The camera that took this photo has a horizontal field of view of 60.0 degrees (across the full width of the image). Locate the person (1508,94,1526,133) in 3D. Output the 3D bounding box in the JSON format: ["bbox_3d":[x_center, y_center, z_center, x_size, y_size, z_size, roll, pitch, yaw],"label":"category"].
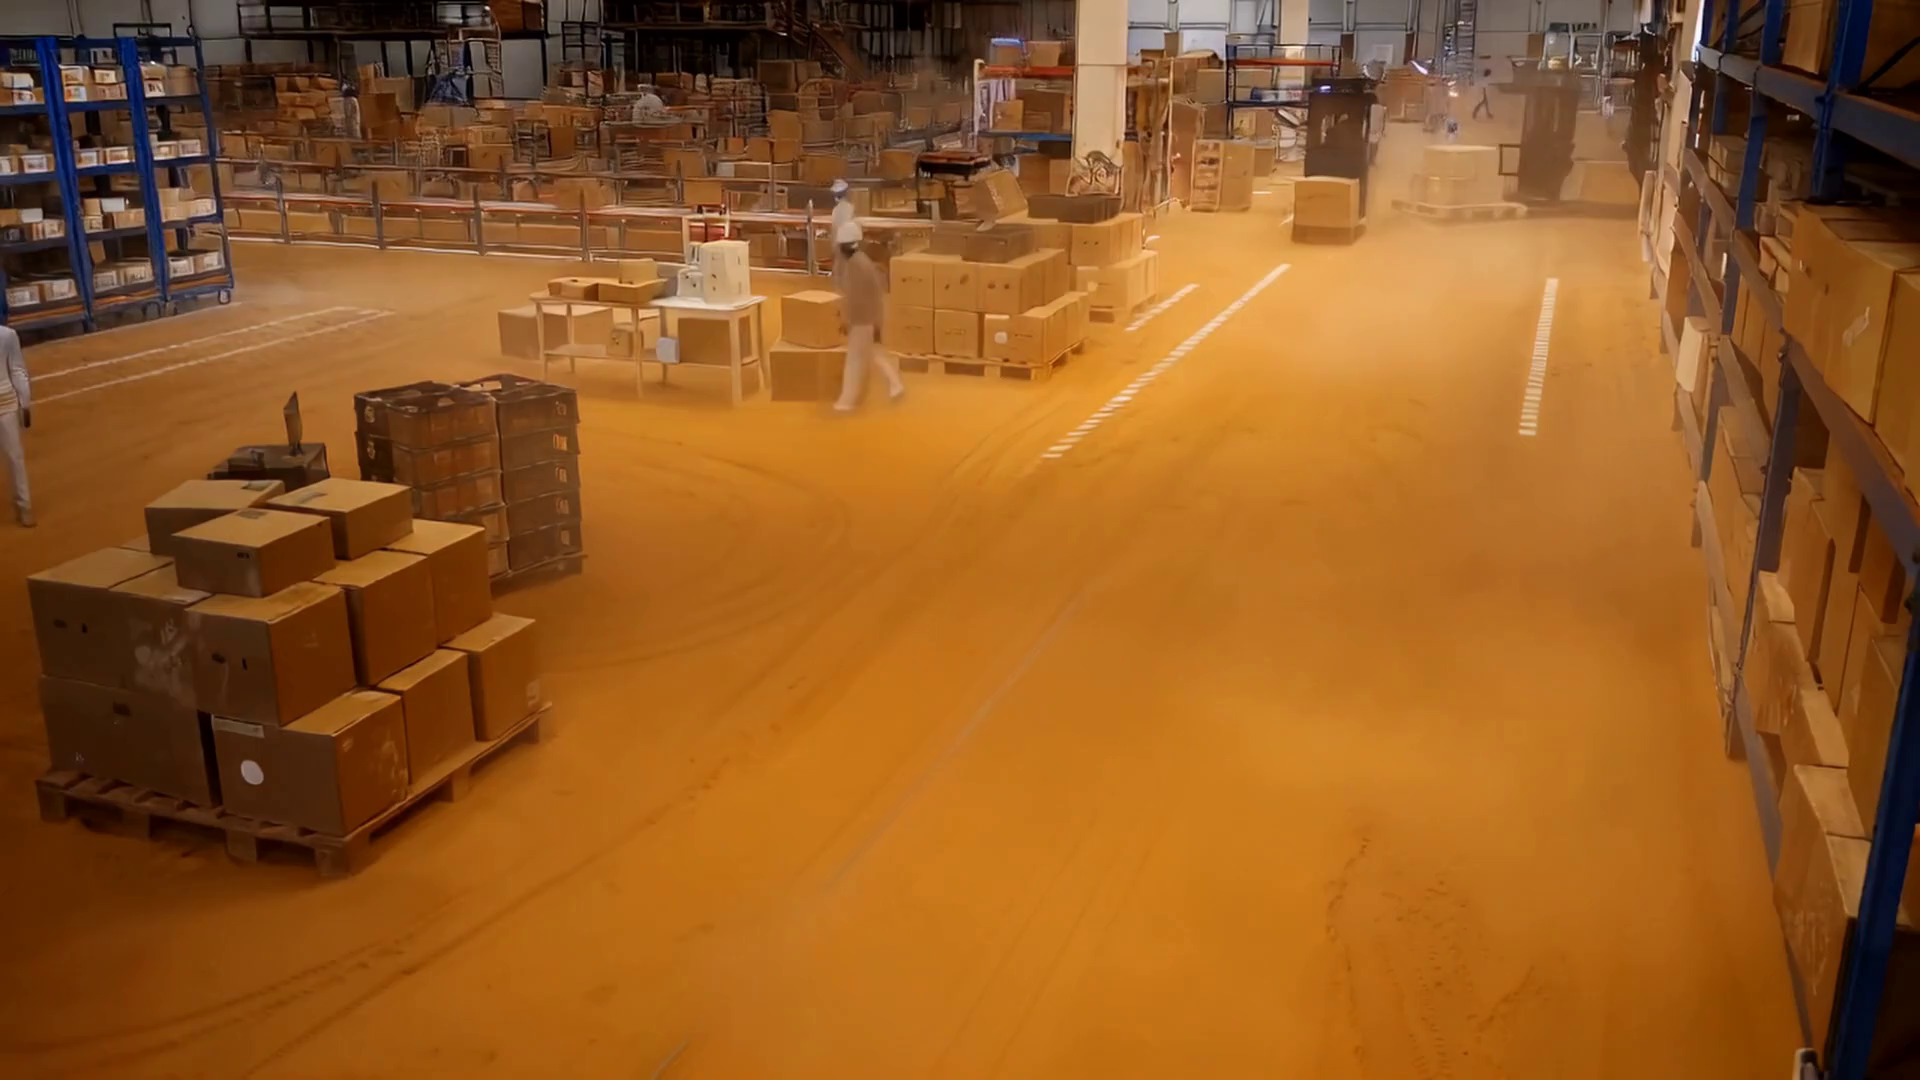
[{"bbox_3d":[18.652,-14.310,55.229,0.511,1.581,0.900,-16,24,-41],"label":"person"}]

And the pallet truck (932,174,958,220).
[{"bbox_3d":[-0.507,-5.292,27.348,0.653,1.274,1.630,6,19,19],"label":"pallet truck"}]

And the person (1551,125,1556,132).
[{"bbox_3d":[12.342,-7.895,34.981,0.280,1.636,0.500,0,18,0],"label":"person"}]

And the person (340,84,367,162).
[{"bbox_3d":[-16.235,-11.130,44.485,0.616,2.041,0.378,8,19,24],"label":"person"}]

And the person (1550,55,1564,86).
[{"bbox_3d":[28.432,-22.144,79.278,0.633,1.922,0.560,11,21,31],"label":"person"}]

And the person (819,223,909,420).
[{"bbox_3d":[-0.921,-2.188,16.573,1.009,1.947,0.667,-8,19,-24],"label":"person"}]

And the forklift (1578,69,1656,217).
[{"bbox_3d":[13.219,-7.740,32.475,1.873,2.768,1.129,6,19,18],"label":"forklift"}]

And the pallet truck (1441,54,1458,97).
[{"bbox_3d":[22.765,-21.886,78.355,0.823,1.965,1.885,-4,18,-14],"label":"pallet truck"}]

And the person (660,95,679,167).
[{"bbox_3d":[-7.578,-10.637,43.280,0.404,1.833,0.590,17,24,42],"label":"person"}]

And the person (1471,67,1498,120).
[{"bbox_3d":[19.648,-16.668,62.105,1.012,1.905,0.620,4,18,12],"label":"person"}]

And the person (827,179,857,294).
[{"bbox_3d":[-1.560,-3.994,22.537,0.455,1.754,0.527,9,20,25],"label":"person"}]

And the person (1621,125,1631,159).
[{"bbox_3d":[13.689,-7.728,34.298,0.549,1.736,0.536,7,19,20],"label":"person"}]

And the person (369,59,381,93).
[{"bbox_3d":[-26.467,-20.847,75.347,0.505,1.842,0.349,-3,18,-9],"label":"person"}]

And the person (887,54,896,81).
[{"bbox_3d":[-3.653,-24.970,88.504,0.486,1.727,0.562,0,18,-1],"label":"person"}]

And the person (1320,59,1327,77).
[{"bbox_3d":[17.106,-21.827,78.352,0.355,1.886,0.572,4,18,11],"label":"person"}]

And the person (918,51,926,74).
[{"bbox_3d":[-2.094,-26.254,92.229,0.441,1.904,0.606,-11,21,-30],"label":"person"}]

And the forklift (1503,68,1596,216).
[{"bbox_3d":[11.815,-7.917,33.031,1.873,2.768,1.129,-6,18,-17],"label":"forklift"}]

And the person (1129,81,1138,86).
[{"bbox_3d":[6.061,-15.584,58.662,0.376,1.933,0.545,-4,18,-14],"label":"person"}]

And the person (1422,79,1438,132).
[{"bbox_3d":[15.702,-14.528,55.670,0.742,1.723,0.522,-11,21,-31],"label":"person"}]

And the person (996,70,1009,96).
[{"bbox_3d":[1.700,-18.079,66.628,0.500,1.861,0.328,1,18,2],"label":"person"}]

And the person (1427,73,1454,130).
[{"bbox_3d":[16.388,-14.892,56.516,0.778,1.919,0.545,3,18,9],"label":"person"}]

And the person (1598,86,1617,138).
[{"bbox_3d":[20.600,-13.637,53.058,0.785,1.601,0.536,-10,20,-29],"label":"person"}]

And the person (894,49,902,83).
[{"bbox_3d":[-3.554,-26.580,93.305,0.446,1.871,0.613,10,20,29],"label":"person"}]

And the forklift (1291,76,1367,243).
[{"bbox_3d":[6.598,-6.755,29.381,1.129,2.768,1.873,6,19,19],"label":"forklift"}]

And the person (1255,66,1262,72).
[{"bbox_3d":[15.086,-23.699,84.340,0.506,1.825,0.932,-7,19,-21],"label":"person"}]

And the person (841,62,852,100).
[{"bbox_3d":[-4.700,-18.984,69.396,0.730,1.896,0.594,15,23,39],"label":"person"}]

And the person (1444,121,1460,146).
[{"bbox_3d":[10.669,-8.280,36.195,0.285,1.634,0.499,14,22,37],"label":"person"}]

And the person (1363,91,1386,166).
[{"bbox_3d":[10.797,-10.724,43.417,0.552,1.911,0.790,8,19,24],"label":"person"}]

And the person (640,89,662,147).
[{"bbox_3d":[-8.565,-11.662,46.502,0.713,1.853,0.993,-1,18,-3],"label":"person"}]

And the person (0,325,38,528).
[{"bbox_3d":[-7.543,-1.025,12.890,0.601,1.948,0.386,-10,20,-27],"label":"person"}]
